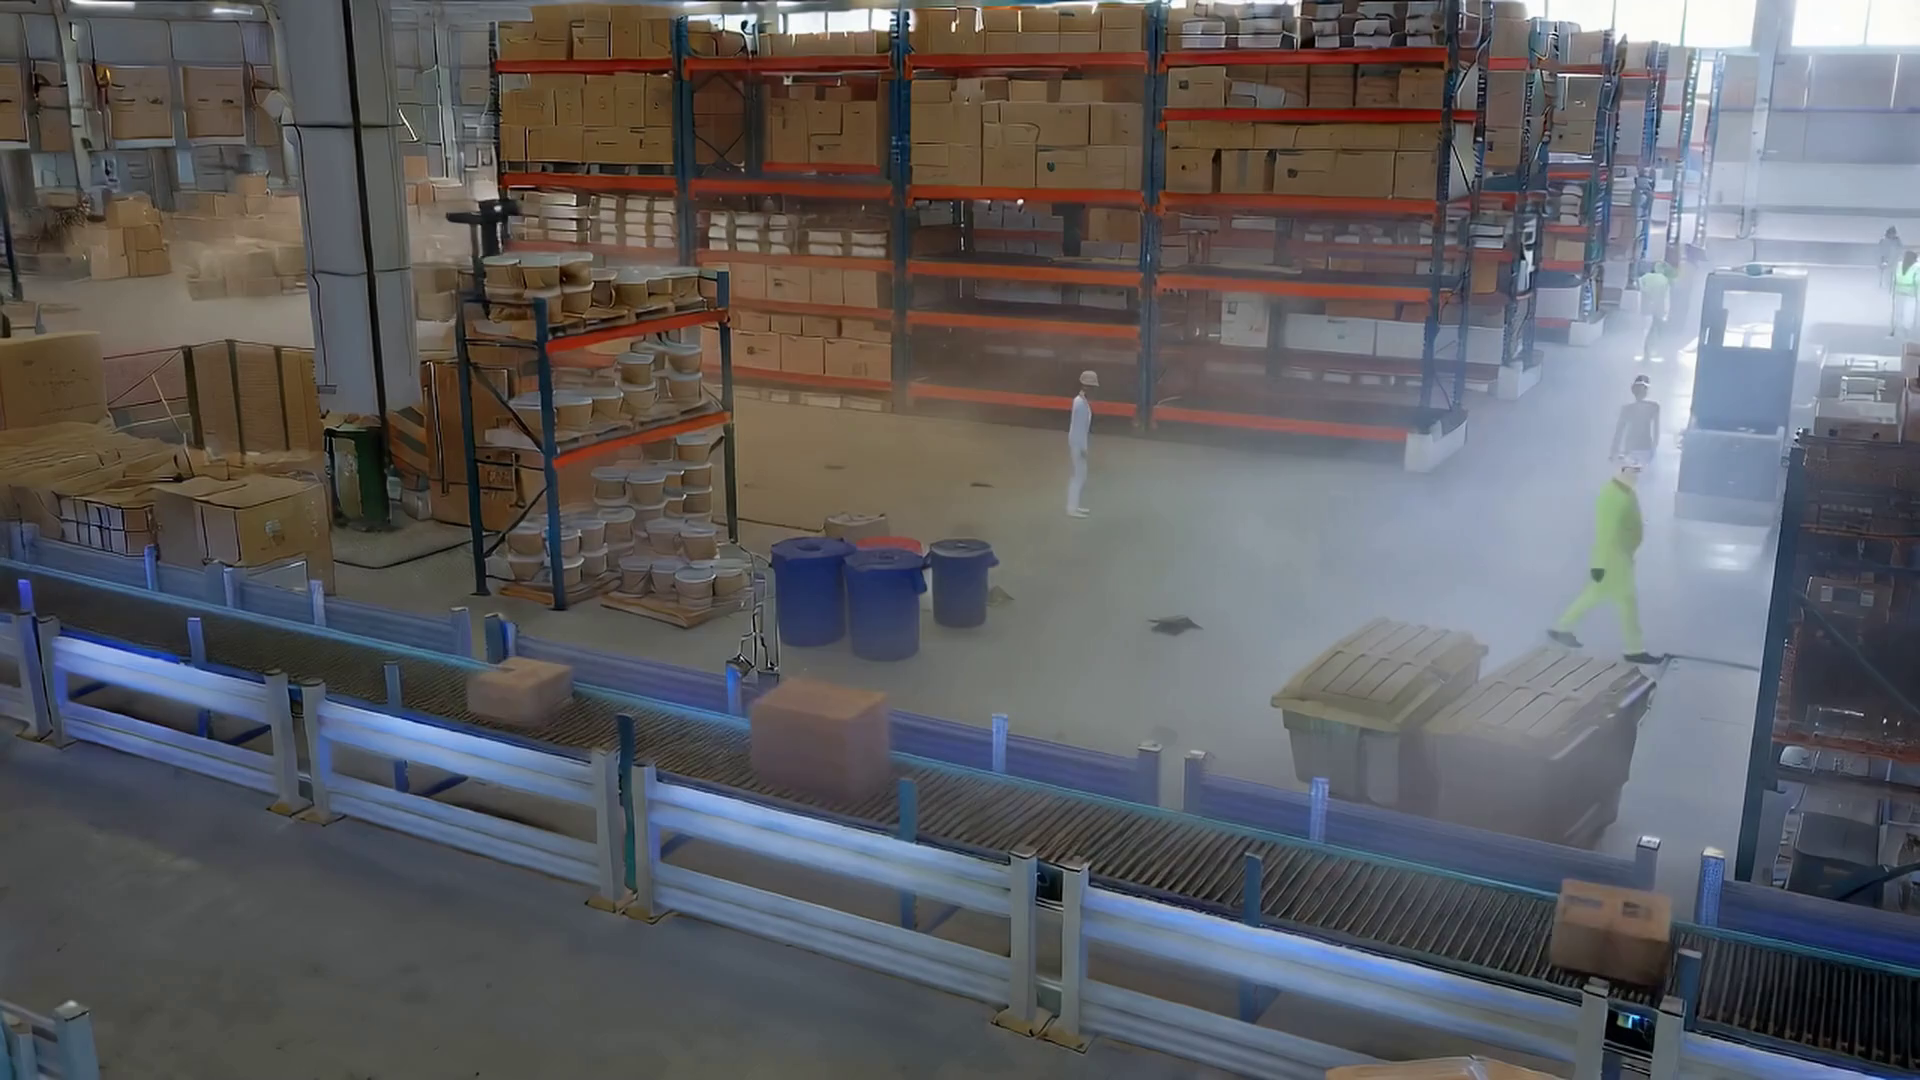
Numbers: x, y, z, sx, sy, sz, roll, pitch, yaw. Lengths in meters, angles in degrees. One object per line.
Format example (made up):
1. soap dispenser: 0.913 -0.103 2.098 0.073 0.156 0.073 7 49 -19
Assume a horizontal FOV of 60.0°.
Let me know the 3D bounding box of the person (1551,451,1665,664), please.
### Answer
1. person: 5.735 0.116 14.625 0.977 1.865 0.659 8 17 28

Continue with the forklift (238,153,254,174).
1. forklift: -26.170 -12.804 61.235 1.873 2.768 1.129 -3 15 -10

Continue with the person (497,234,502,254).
1. person: -10.205 -5.819 36.778 0.354 1.937 0.635 -6 16 -21

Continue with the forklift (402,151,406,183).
1. forklift: -21.717 -13.660 64.452 1.873 2.768 1.129 1 15 2

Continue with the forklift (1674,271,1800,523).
1. forklift: 9.269 -1.763 19.726 1.129 2.768 1.873 8 17 27

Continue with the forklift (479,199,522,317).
1. forklift: -9.350 -5.627 34.252 1.873 2.768 1.129 8 17 28

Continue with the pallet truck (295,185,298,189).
1. pallet truck: -26.804 -14.617 69.738 1.885 1.965 0.823 -14 20 -42

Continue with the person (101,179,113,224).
1. person: -31.320 -12.266 61.072 0.604 1.907 0.541 13 20 40

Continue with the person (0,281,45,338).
1. person: -15.318 -3.272 27.244 0.600 1.917 0.376 -6 16 -23

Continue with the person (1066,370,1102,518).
1. person: 1.451 -1.124 19.502 0.393 1.745 0.540 -1 15 -2

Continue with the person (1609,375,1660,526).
1. person: 7.776 -1.061 19.318 0.554 1.696 0.876 -6 16 -23

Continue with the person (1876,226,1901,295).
1. person: 23.392 -7.069 41.934 0.486 1.700 0.897 9 17 29

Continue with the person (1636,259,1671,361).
1. person: 13.024 -4.307 31.181 0.399 1.900 0.645 -9 17 -30

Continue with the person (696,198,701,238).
1. person: -8.219 -9.717 51.637 0.632 1.830 0.434 5 16 19

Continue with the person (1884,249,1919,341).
1. person: 19.229 -4.988 33.848 0.430 1.840 0.626 -10 18 -33
